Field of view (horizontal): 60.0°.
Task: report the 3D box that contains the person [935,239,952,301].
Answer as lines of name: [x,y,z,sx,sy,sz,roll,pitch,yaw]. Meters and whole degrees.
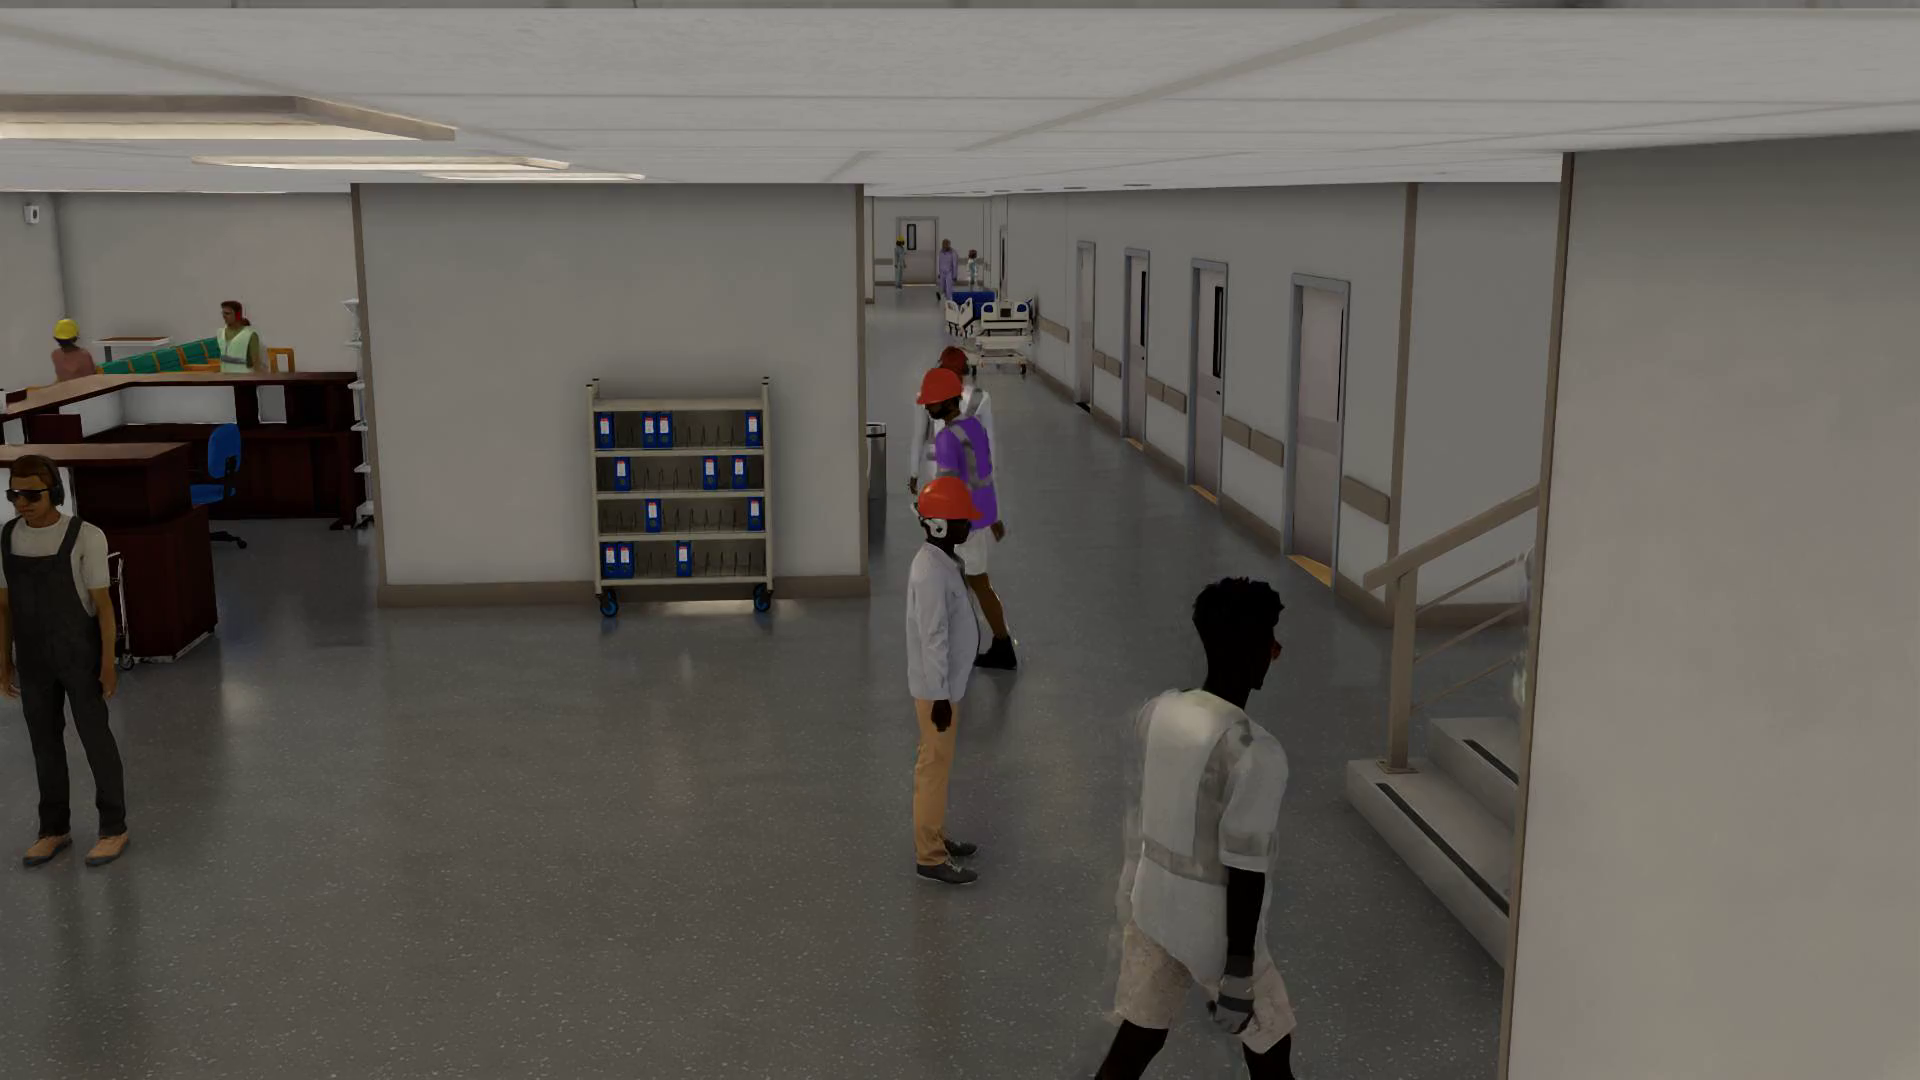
person: [-0.420,-7.653,47.314,0.722,1.813,0.593,8,14,36]

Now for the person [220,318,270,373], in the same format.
person: [-8.064,-1.701,18.764,0.508,1.593,0.818,-3,12,-14]

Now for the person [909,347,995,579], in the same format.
person: [-0.048,-0.523,12.463,0.598,1.829,0.992,2,12,12]

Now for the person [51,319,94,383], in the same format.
person: [-8.978,-1.389,16.921,0.542,1.722,0.760,3,12,14]

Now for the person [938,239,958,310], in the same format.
person: [-0.297,-7.096,44.417,0.687,1.882,0.520,10,15,41]

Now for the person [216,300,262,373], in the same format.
person: [-7.961,-1.762,18.522,0.570,1.824,0.763,5,13,24]

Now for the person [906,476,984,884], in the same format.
person: [-0.061,0.598,7.178,0.355,1.756,0.575,0,12,1]

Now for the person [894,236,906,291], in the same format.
person: [-1.926,-8.927,53.717,0.311,1.743,0.489,8,14,33]

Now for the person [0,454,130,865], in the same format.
person: [-3.957,0.526,7.294,0.507,1.838,0.339,0,12,1]

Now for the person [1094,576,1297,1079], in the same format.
person: [0.708,1.033,4.644,1.034,1.907,0.630,-6,13,-28]

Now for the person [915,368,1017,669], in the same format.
person: [0.022,-0.127,10.342,0.773,1.885,0.560,3,12,16]
